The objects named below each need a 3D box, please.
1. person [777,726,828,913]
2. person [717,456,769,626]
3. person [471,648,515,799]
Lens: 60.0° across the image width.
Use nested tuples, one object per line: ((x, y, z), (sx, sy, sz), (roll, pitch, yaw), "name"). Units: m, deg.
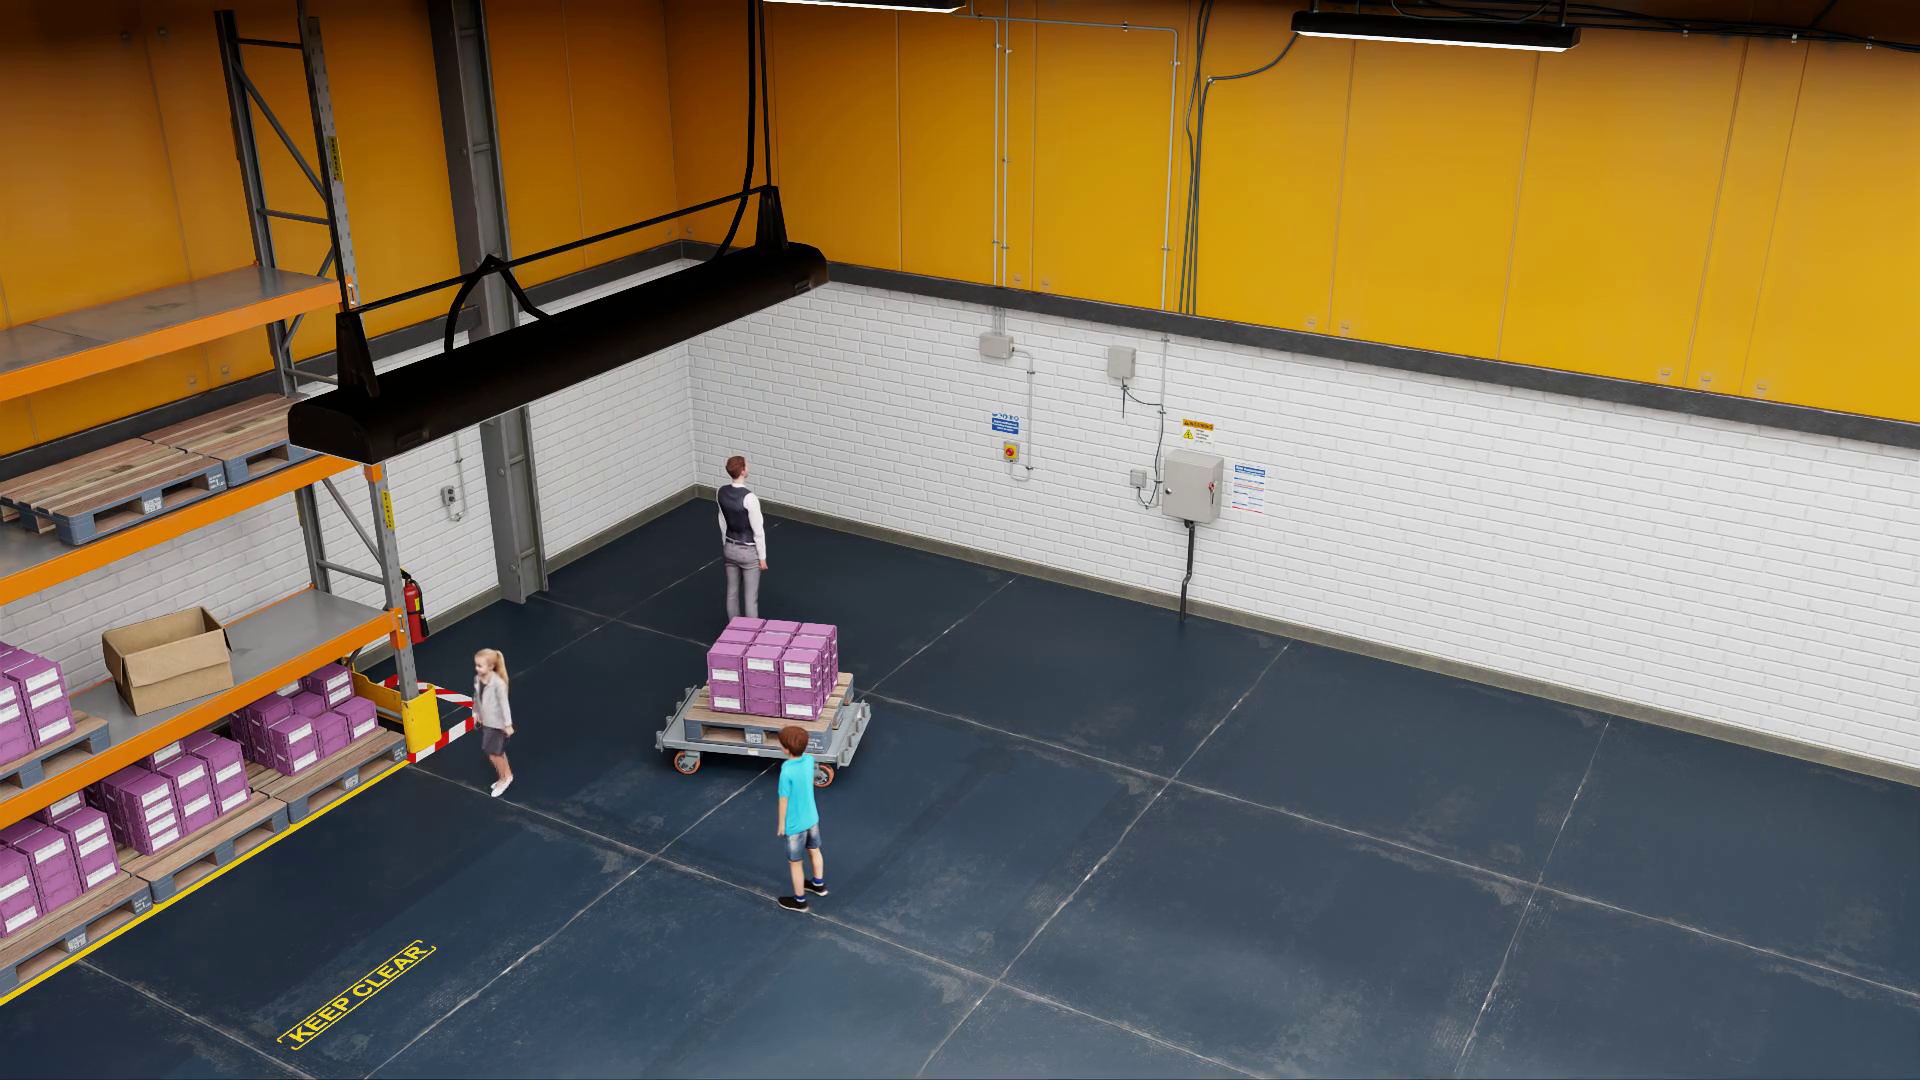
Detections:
((-1.148, 1.983, 11.974), (0.572, 1.447, 0.411), (14, 27, 29), "person")
((-2.051, 0.107, 15.651), (0.667, 1.938, 0.579), (15, 28, 31), "person")
((-3.714, 1.439, 13.444), (0.556, 1.265, 0.592), (18, 29, 35), "person")
